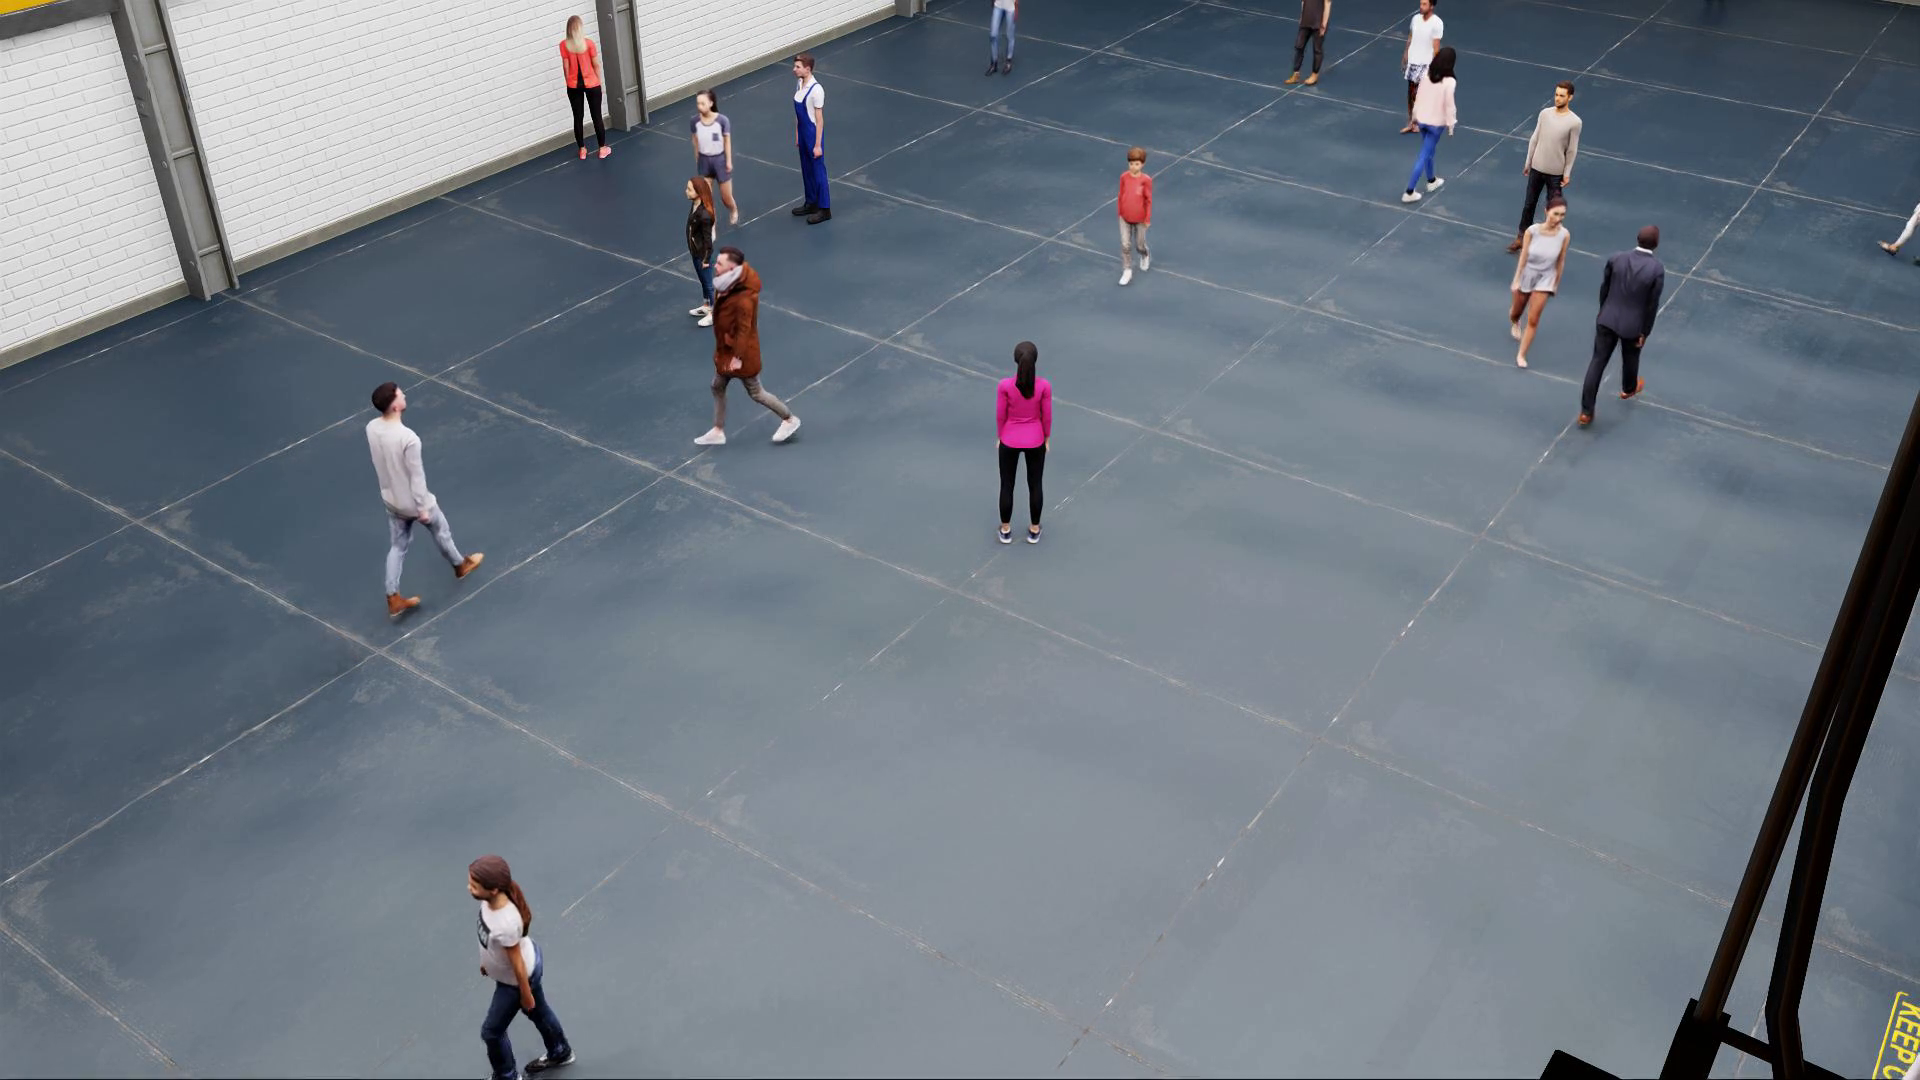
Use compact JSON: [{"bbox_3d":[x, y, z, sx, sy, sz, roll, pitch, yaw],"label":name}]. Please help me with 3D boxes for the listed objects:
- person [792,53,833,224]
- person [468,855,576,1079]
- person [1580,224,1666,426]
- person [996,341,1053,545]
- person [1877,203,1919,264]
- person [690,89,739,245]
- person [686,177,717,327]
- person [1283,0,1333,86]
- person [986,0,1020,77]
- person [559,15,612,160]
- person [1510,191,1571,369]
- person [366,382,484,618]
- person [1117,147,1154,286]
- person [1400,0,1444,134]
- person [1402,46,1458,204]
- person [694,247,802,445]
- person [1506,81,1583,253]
[{"bbox_3d":[-1.623,-4.390,18.110,0.690,1.849,0.708,-20,39,-28],"label":"person"},{"bbox_3d":[-2.203,2.185,8.500,0.880,1.537,0.771,-12,35,-17],"label":"person"},{"bbox_3d":[5.648,-1.810,14.290,0.768,1.782,1.179,25,41,32],"label":"person"},{"bbox_3d":[0.483,-0.744,12.762,0.679,1.698,0.721,-1,34,-1],"label":"person"},{"bbox_3d":[10.131,-3.431,17.177,0.846,1.285,0.786,-21,39,-28],"label":"person"},{"bbox_3d":[-2.593,-3.992,17.711,0.836,1.628,1.011,6,34,9],"label":"person"},{"bbox_3d":[-2.481,-2.802,16.051,0.654,1.484,0.638,-15,36,-21],"label":"person"},{"bbox_3d":[4.733,-6.884,21.996,0.842,1.700,0.728,-28,42,-35],"label":"person"},{"bbox_3d":[0.649,-7.155,22.400,0.701,1.706,0.838,11,35,17],"label":"person"},{"bbox_3d":[-4.466,-5.371,19.727,0.676,1.694,0.706,0,34,0],"label":"person"},{"bbox_3d":[5.333,-2.441,15.404,0.789,1.600,1.002,9,35,13],"label":"person"},{"bbox_3d":[-4.034,-0.265,11.956,0.745,1.792,1.135,19,38,26],"label":"person"},{"bbox_3d":[1.783,-3.313,16.893,0.586,1.403,0.780,15,36,21],"label":"person"},{"bbox_3d":[5.726,-5.866,20.447,0.751,1.721,0.751,-19,38,-27],"label":"person"},{"bbox_3d":[5.177,-4.594,18.513,1.062,1.743,0.904,-19,38,-26],"label":"person"},{"bbox_3d":[-1.762,-1.584,13.932,1.262,1.801,1.057,-15,36,-21],"label":"person"},{"bbox_3d":[6.122,-3.860,17.296,0.669,1.868,0.589,25,41,33],"label":"person"}]
